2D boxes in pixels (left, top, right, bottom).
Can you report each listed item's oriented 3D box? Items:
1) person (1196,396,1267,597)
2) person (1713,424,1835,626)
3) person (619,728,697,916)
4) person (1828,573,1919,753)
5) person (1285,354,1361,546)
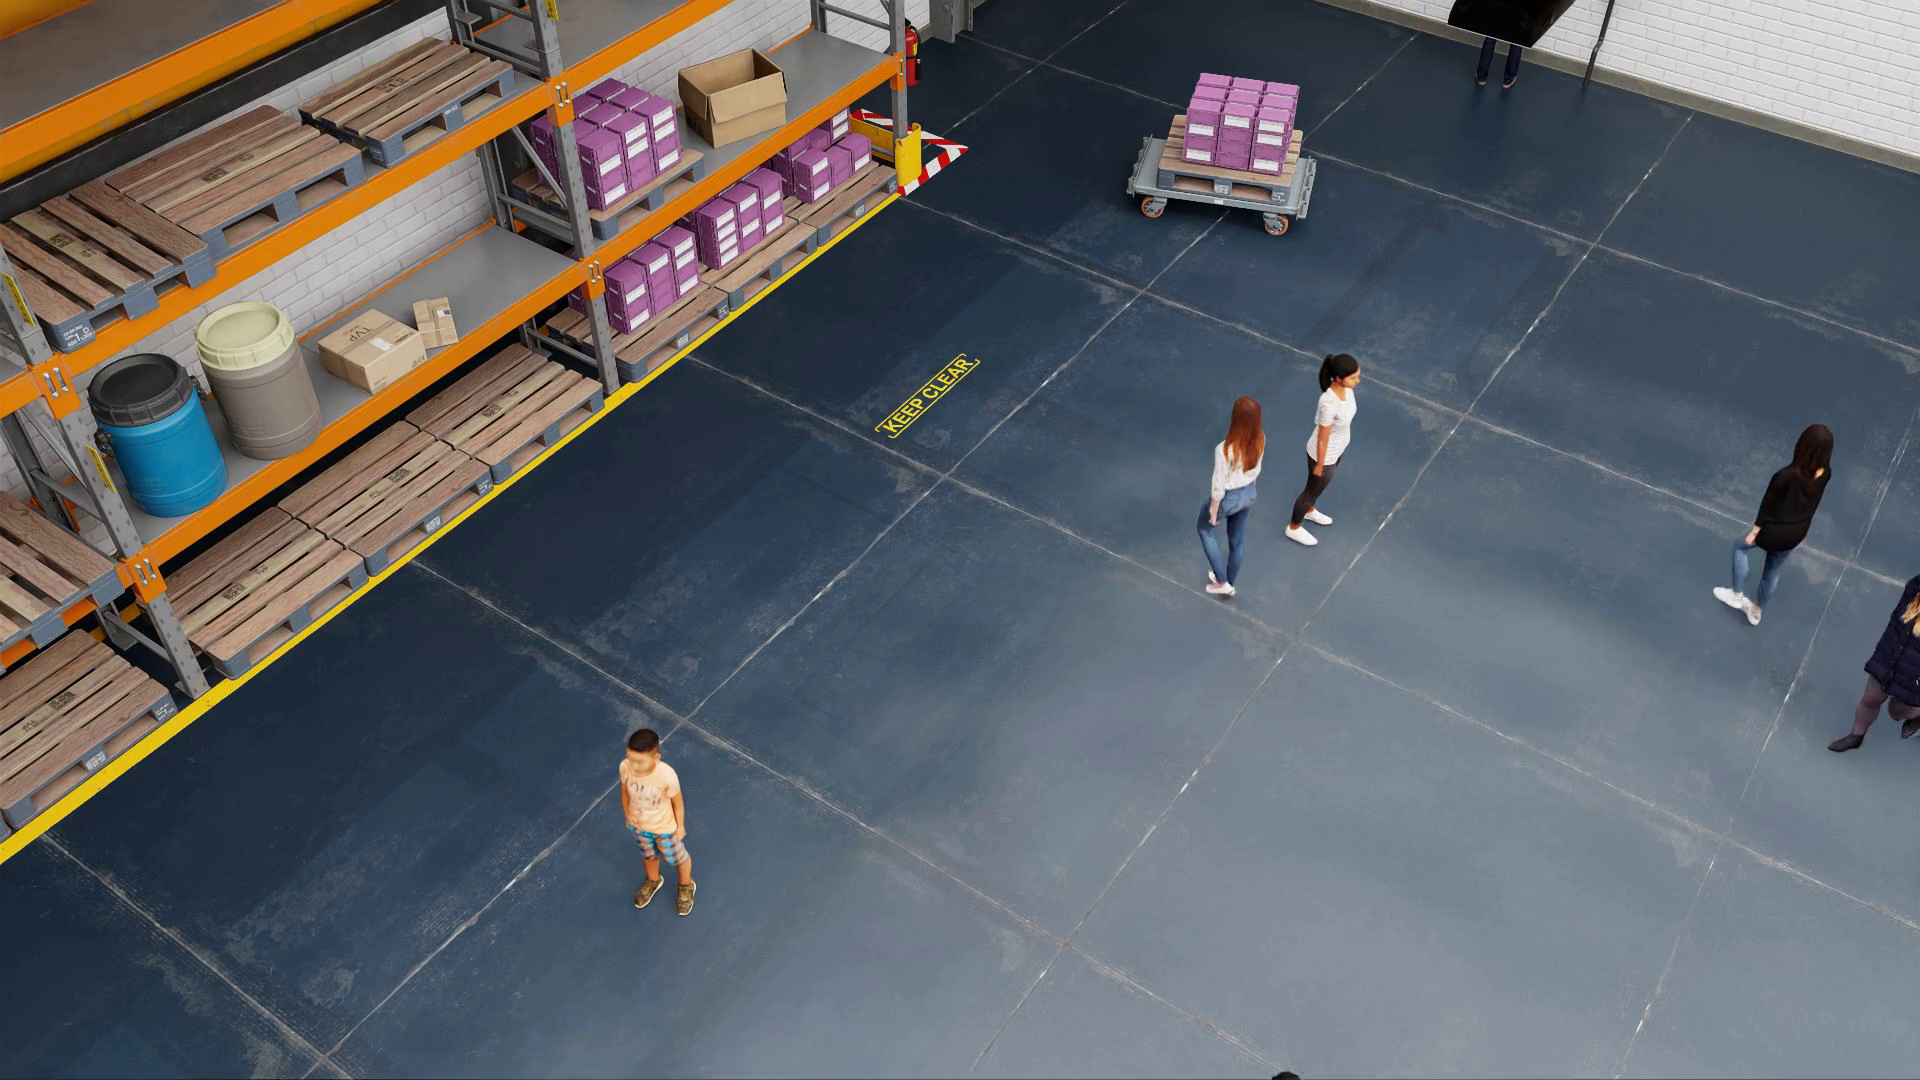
[{"bbox_3d":[1.913,-0.238,11.332,0.694,1.719,0.762,-20,47,-20],"label":"person"},{"bbox_3d":[5.553,-0.043,11.189,0.710,1.635,0.768,-6,44,-7],"label":"person"},{"bbox_3d":[-1.755,1.605,9.585,0.585,1.461,0.594,9,44,10],"label":"person"},{"bbox_3d":[5.975,0.744,10.345,1.018,1.659,0.910,-15,46,-15],"label":"person"},{"bbox_3d":[2.597,-0.659,11.833,0.644,1.638,0.494,19,47,19],"label":"person"}]
